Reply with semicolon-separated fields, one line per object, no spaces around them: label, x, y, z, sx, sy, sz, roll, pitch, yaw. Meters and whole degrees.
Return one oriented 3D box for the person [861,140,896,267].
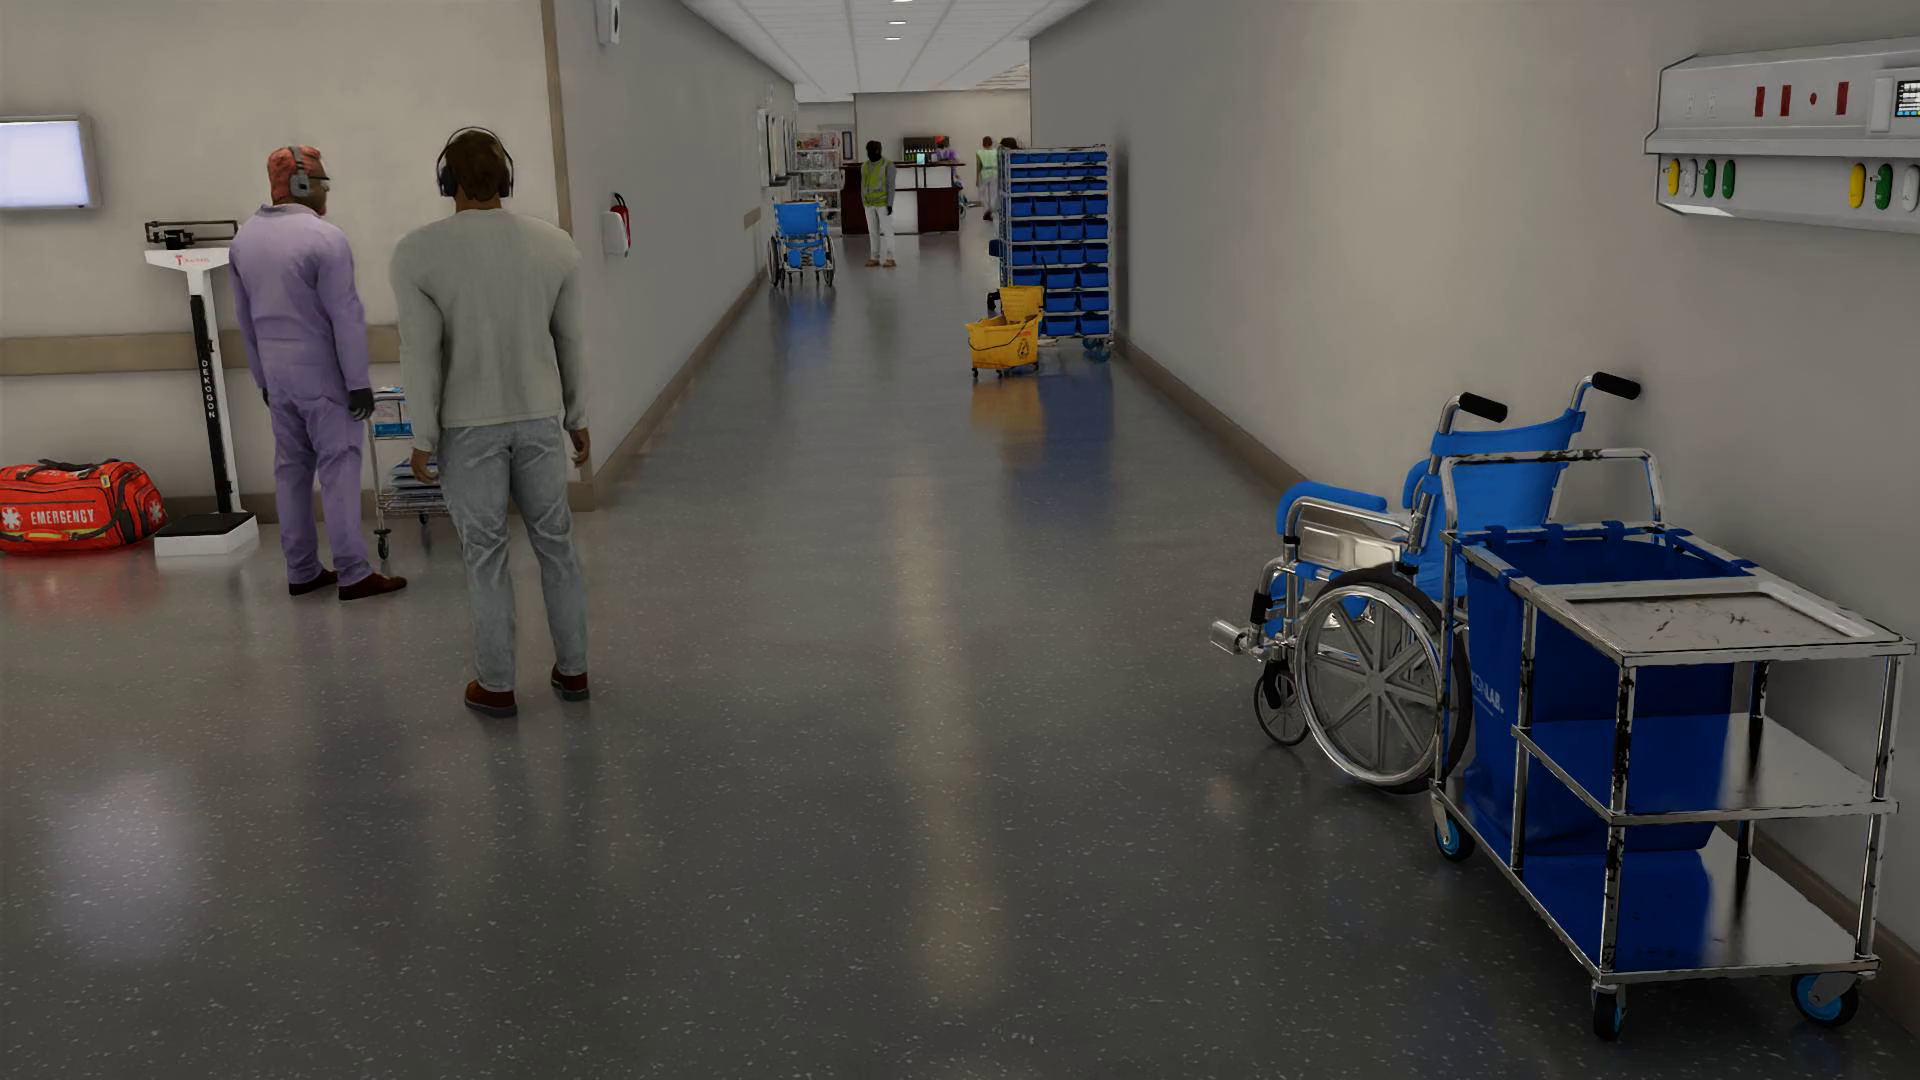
person;-1.209;-4.925;24.401;0.631;1.840;0.429;8;17;35

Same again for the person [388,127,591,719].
person;-1.518;-0.374;5.515;0.635;1.937;0.352;-10;16;-32

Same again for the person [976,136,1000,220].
person;0.613;-7.979;36.738;0.598;1.828;0.457;-7;15;-21

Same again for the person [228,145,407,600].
person;-2.723;-0.696;7.053;0.644;1.905;0.400;6;15;28

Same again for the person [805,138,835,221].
person;-3.222;-8.197;37.941;0.578;1.907;0.633;-4;14;-9

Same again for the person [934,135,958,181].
person;-0.363;-9.123;41.422;0.559;1.890;0.581;6;16;29

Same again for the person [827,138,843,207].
person;-3.431;-10.224;46.225;0.357;1.938;0.543;5;15;26

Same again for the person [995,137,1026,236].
person;0.731;-4.866;23.943;0.461;1.825;0.658;1;14;12
